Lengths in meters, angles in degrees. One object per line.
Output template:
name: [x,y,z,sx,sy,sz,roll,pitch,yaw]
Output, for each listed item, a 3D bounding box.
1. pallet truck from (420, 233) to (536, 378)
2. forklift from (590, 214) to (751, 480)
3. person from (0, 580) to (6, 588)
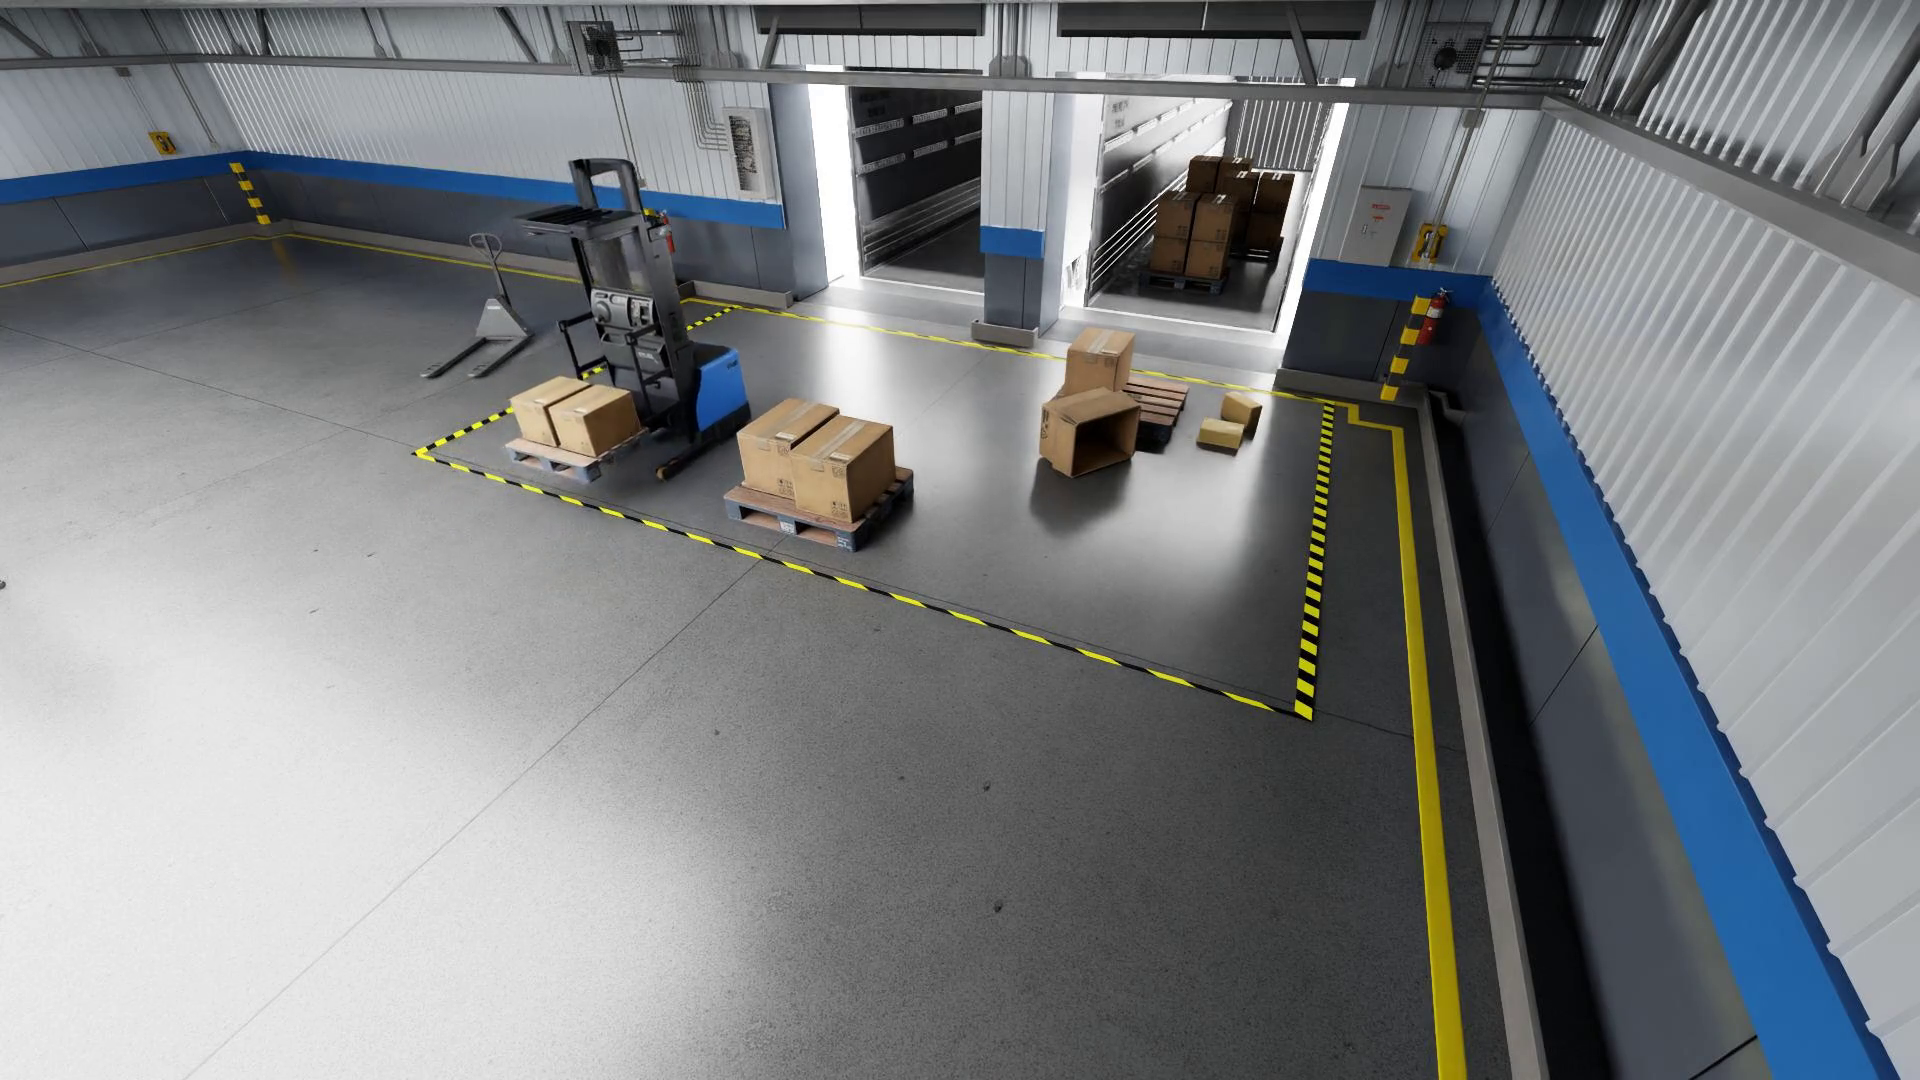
pallet truck: [-5.664,-2.712,8.427,0.680,1.201,1.601,0,35,-1]
forklift: [-2.567,-1.858,6.539,0.716,2.013,0.776,14,38,19]
person: [-6.973,-0.390,4.556,0.386,1.949,0.603,15,38,20]
